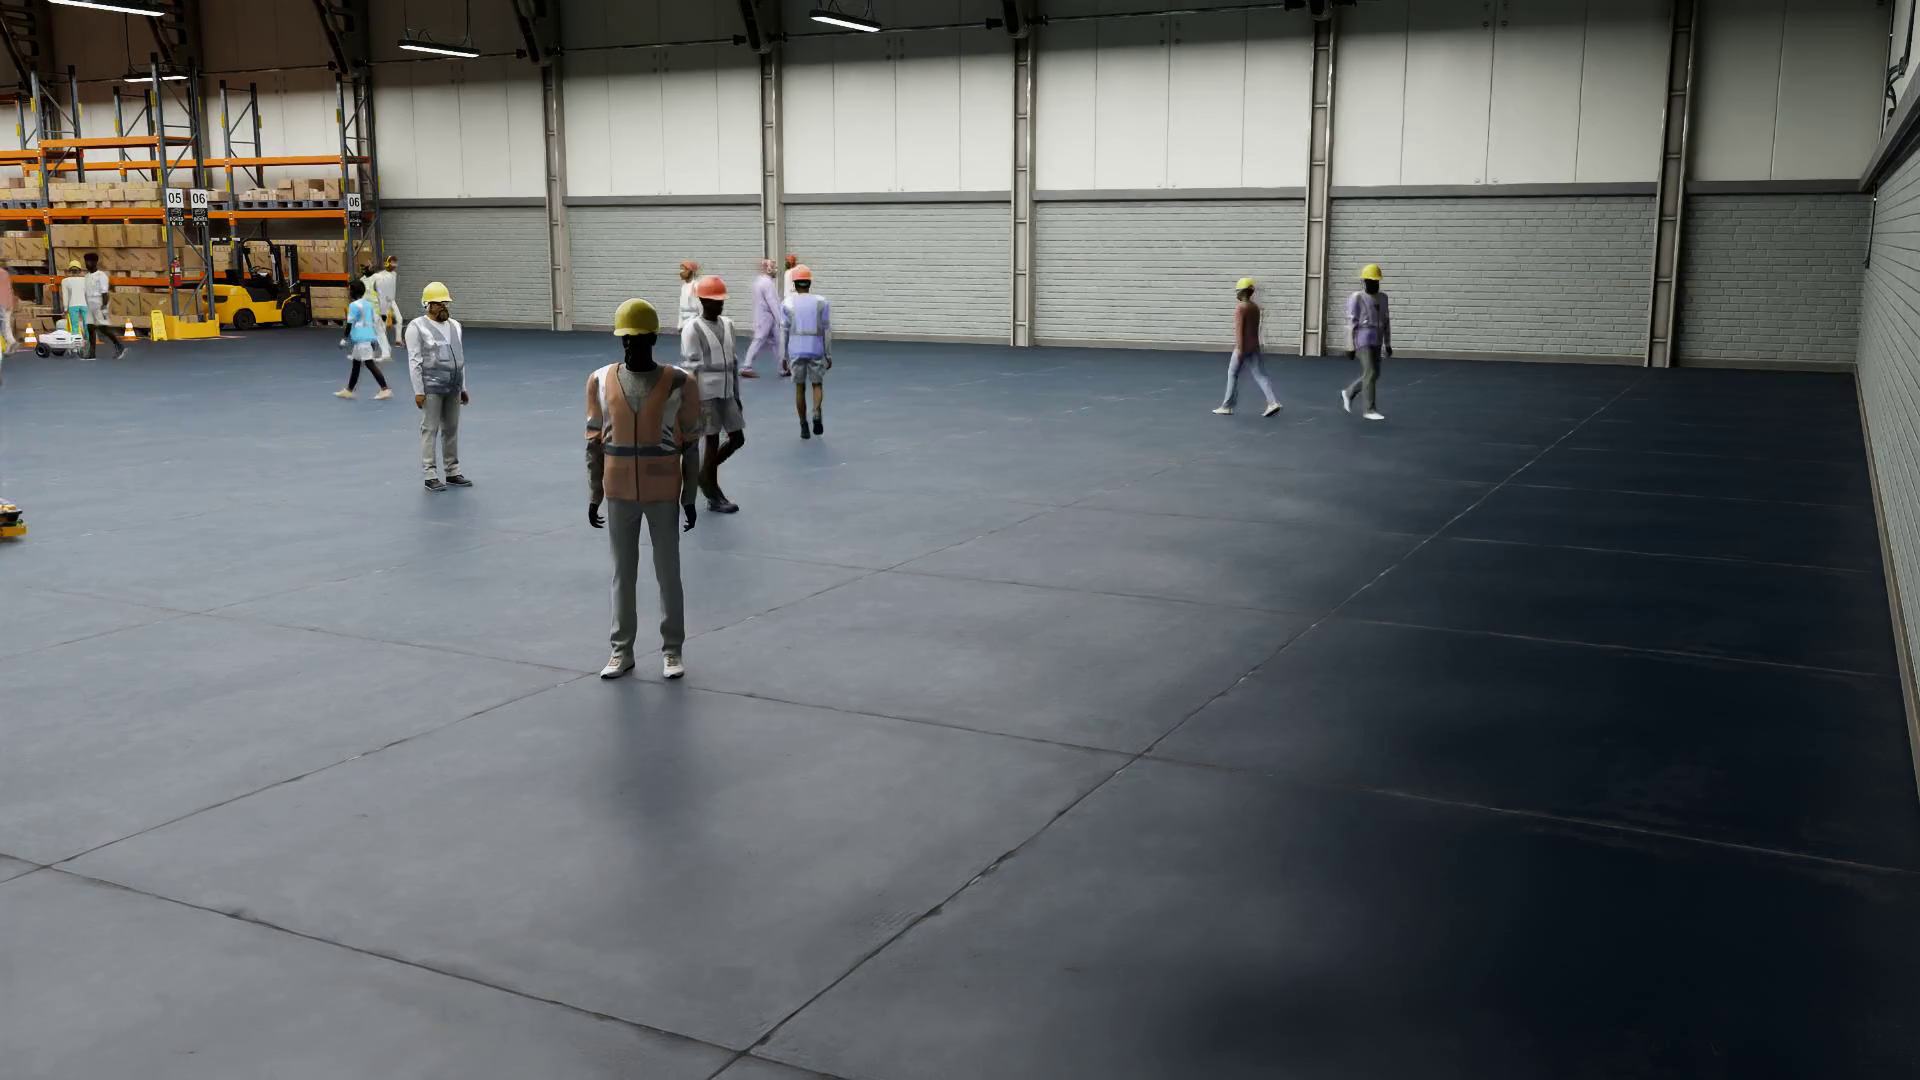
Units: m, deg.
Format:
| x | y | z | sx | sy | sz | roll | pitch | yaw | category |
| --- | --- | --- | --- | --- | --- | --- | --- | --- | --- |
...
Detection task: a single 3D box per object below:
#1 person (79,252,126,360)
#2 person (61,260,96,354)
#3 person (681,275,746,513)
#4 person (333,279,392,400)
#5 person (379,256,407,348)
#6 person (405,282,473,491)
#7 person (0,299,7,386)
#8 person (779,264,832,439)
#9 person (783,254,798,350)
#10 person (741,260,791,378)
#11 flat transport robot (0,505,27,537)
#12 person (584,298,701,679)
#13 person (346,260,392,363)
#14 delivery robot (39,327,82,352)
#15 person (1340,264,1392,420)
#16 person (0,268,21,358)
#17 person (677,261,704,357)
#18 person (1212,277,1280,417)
| x | y | z | sx | sy | sz | roll | pitch | yaw | category |
| --- | --- | --- | --- | --- | --- | --- | --- | --- | --- |
| -15.546 | -4.218 | 30.001 | 0.646 | 1.957 | 0.667 | 7 | 12 | 32 | person |
| -16.734 | -4.418 | 31.584 | 0.533 | 1.767 | 0.326 | -6 | 12 | -30 | person |
| -2.012 | -1.181 | 13.495 | 0.480 | 1.925 | 0.576 | 8 | 13 | 36 | person |
| -8.152 | -2.716 | 22.621 | 0.861 | 1.648 | 0.536 | 0 | 10 | 1 | person |
| -11.317 | -4.723 | 33.090 | 0.728 | 1.830 | 0.503 | 5 | 11 | 25 | person |
| -4.591 | -1.358 | 14.715 | 0.404 | 1.833 | 0.590 | 6 | 12 | 30 | person |
| -14.061 | -2.956 | 24.010 | 0.517 | 1.616 | 0.398 | -6 | 12 | -28 | person |
| -1.701 | -2.067 | 18.329 | 0.576 | 1.923 | 0.498 | -2 | 10 | -8 | person |
| -3.304 | -4.628 | 32.448 | 0.434 | 1.864 | 0.600 | 4 | 11 | 21 | person |
| -3.029 | -3.487 | 26.272 | 0.982 | 1.861 | 0.649 | -1 | 10 | -6 | person |
| -7.605 | -0.185 | 12.579 | 0.652 | 0.197 | 1.431 | -9 | 14 | -41 | flat transport robot |
| -1.604 | -0.252 | 8.427 | 0.587 | 1.928 | 0.363 | 0 | 10 | 0 | person |
| -10.447 | -4.005 | 29.234 | 0.924 | 1.798 | 0.625 | -9 | 14 | -40 | person |
| -16.551 | -3.681 | 30.616 | 0.707 | 0.478 | 0.477 | 1 | 10 | 8 | delivery robot |
| 4.996 | -2.446 | 20.476 | 0.592 | 1.901 | 0.766 | -7 | 13 | -34 | person |
| -17.434 | -4.273 | 30.252 | 0.646 | 1.965 | 0.622 | 2 | 11 | 10 | person |
| -3.988 | -3.155 | 24.426 | 0.561 | 1.862 | 0.602 | -6 | 12 | -31 | person |
| 3.605 | -2.391 | 20.651 | 0.898 | 1.727 | 0.538 | 10 | 14 | 42 | person |
